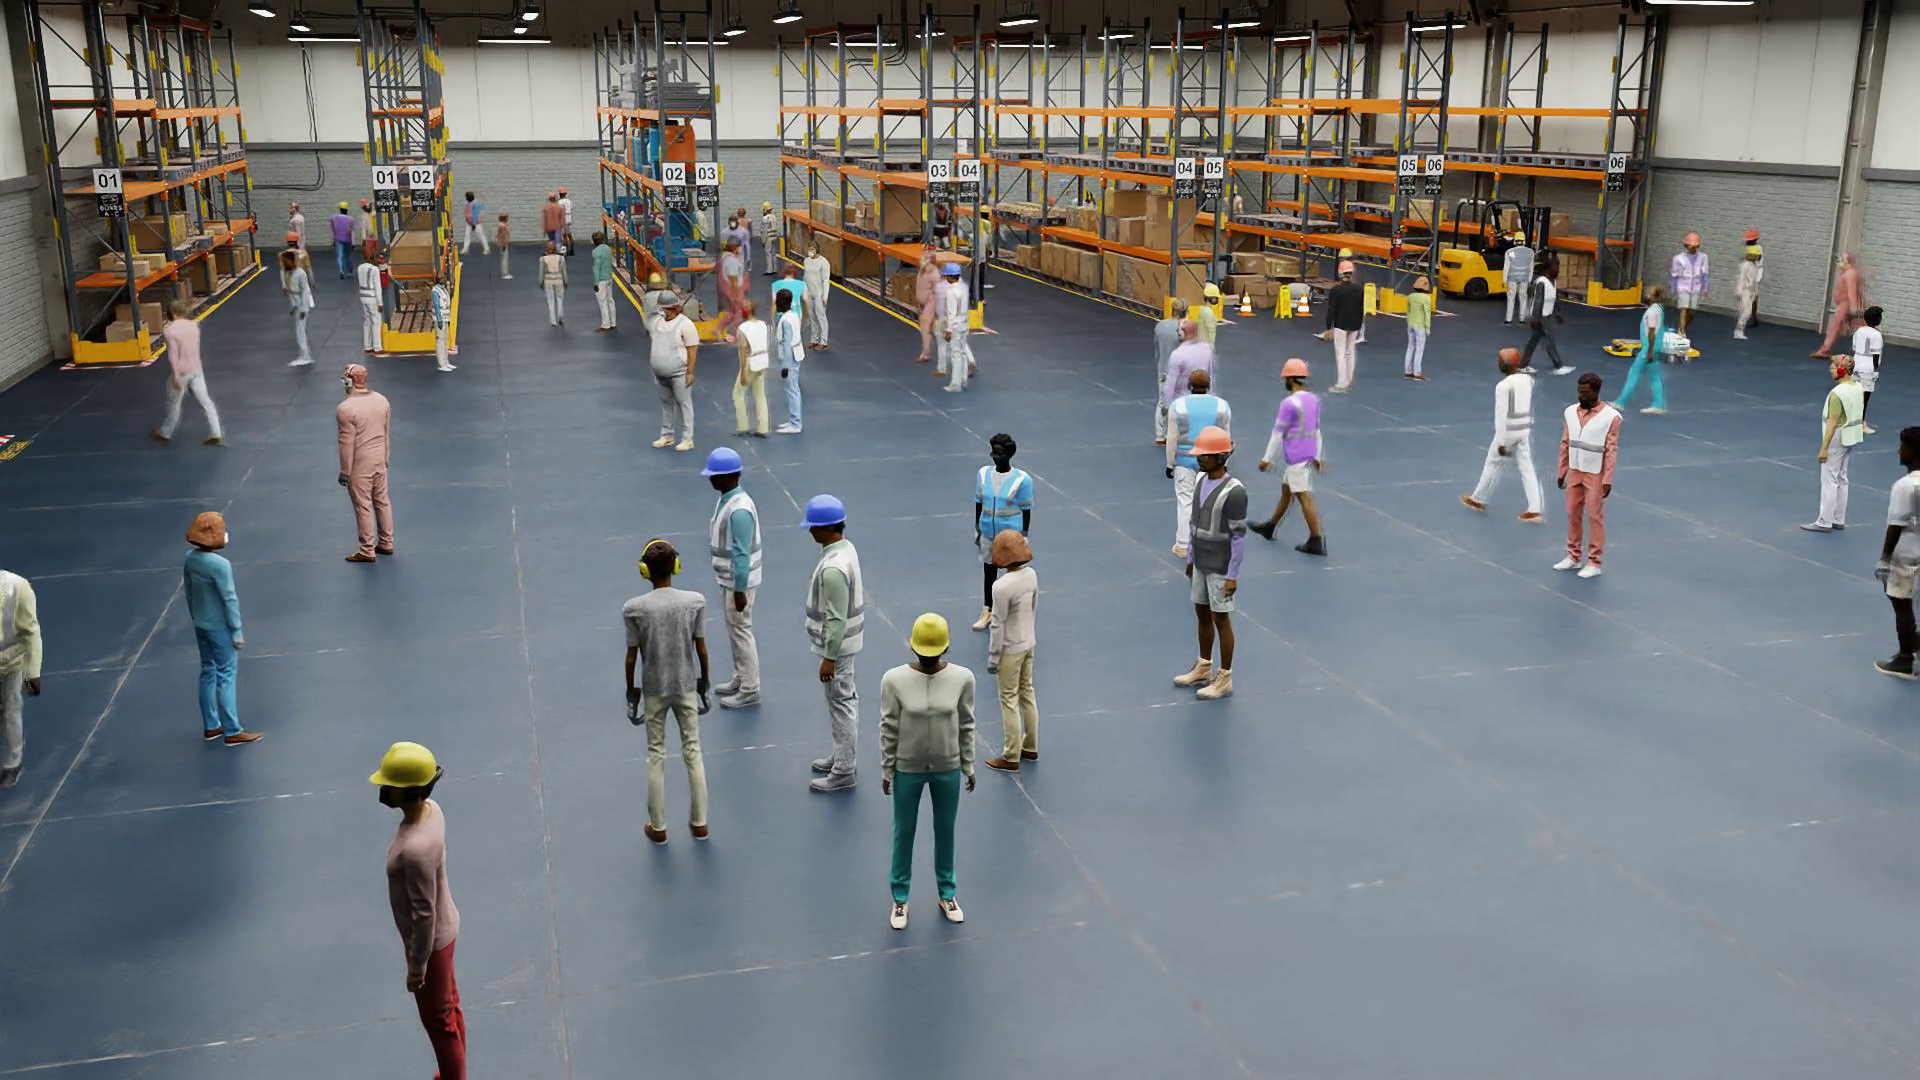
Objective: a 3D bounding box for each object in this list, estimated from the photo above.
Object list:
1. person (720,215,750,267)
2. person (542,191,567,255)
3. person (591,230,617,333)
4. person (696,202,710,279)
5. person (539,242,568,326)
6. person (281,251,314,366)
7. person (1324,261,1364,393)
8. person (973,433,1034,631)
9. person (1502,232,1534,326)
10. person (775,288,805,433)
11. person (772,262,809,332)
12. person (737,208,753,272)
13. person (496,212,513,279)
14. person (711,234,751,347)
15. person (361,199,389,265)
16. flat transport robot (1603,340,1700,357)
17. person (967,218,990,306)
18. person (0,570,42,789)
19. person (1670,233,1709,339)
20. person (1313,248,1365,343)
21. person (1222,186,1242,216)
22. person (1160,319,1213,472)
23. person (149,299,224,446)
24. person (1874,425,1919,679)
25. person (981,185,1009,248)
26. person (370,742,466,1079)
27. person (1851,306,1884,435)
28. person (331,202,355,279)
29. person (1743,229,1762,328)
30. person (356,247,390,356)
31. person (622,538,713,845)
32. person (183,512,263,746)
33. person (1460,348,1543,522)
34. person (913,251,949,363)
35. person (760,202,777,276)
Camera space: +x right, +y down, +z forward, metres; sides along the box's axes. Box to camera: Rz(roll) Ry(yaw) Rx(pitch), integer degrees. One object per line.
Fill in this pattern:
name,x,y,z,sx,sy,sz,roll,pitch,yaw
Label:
person,-4.945,-6.185,36.509,0.643,1.889,1.045,2,15,6
person,-10.871,-8.348,44.538,0.634,1.953,0.818,-1,15,-4
person,-6.807,-4.920,31.673,0.375,1.931,0.632,3,15,12
person,-6.366,-7.458,41.121,0.413,1.986,0.607,-3,15,-12
person,-8.010,-5.047,32.739,0.542,1.613,0.693,-5,16,-17
person,-11.098,-3.879,27.822,0.511,1.898,0.626,-13,20,-41
person,5.833,-3.222,25.255,0.619,1.964,0.653,-6,16,-22
person,0.349,-0.053,13.795,0.533,1.697,0.319,8,17,26
person,10.915,-5.110,32.582,0.586,1.825,0.404,0,15,1
person,-2.264,-2.391,22.173,0.376,1.915,0.594,0,15,0
person,-2.738,-3.585,26.910,0.588,1.788,1.006,0,15,0
person,-5.558,-7.680,42.612,0.514,1.636,0.314,-6,16,-21
person,-11.270,-7.268,41.079,0.370,1.629,0.570,-6,16,-22
person,-4.067,-4.474,29.773,0.650,2.000,0.697,-7,16,-24
person,-14.488,-7.454,41.177,0.648,1.941,0.425,7,16,24
flat transport robot,12.009,-3.339,28.894,1.431,0.197,0.652,1,15,5
person,0.404,-5.960,35.695,0.534,1.868,0.309,-7,17,-26
person,-6.105,0.793,10.469,0.605,1.768,0.816,-6,16,-20
person,13.163,-4.534,30.040,0.622,2.016,0.861,1,15,4
person,6.976,-4.440,30.268,0.922,1.717,0.530,2,15,9
person,8.023,-9.519,49.098,0.583,1.871,0.907,2,15,6
person,2.570,-1.638,19.406,0.686,1.879,0.794,-13,20,-41
person,-9.938,-2.132,21.264,1.051,1.878,0.650,4,16,16
person,7.294,0.088,12.768,0.651,1.949,0.477,-10,18,-33
person,0.997,-9.580,49.287,0.941,1.889,0.712,-1,15,-3
person,-2.291,1.691,7.096,0.303,1.772,0.522,-4,15,-14
person,12.031,-2.258,22.092,0.318,1.698,0.534,-1,15,-3
person,-15.278,-7.431,41.219,0.599,1.879,0.984,-3,15,-11
person,15.401,-5.095,32.373,0.435,1.914,0.707,9,17,31
person,-10.169,-4.114,28.748,0.576,1.878,0.355,12,19,37
person,-1.729,0.905,9.886,0.516,1.860,0.326,-5,16,-17
person,-5.106,0.605,11.441,0.503,1.631,0.283,10,18,34
person,5.808,-1.119,17.576,0.581,1.829,1.042,-8,17,-28
person,-0.473,-3.959,28.146,0.713,1.878,0.642,-7,17,-26
person,-4.798,-7.531,41.675,0.403,1.832,0.594,6,16,22
